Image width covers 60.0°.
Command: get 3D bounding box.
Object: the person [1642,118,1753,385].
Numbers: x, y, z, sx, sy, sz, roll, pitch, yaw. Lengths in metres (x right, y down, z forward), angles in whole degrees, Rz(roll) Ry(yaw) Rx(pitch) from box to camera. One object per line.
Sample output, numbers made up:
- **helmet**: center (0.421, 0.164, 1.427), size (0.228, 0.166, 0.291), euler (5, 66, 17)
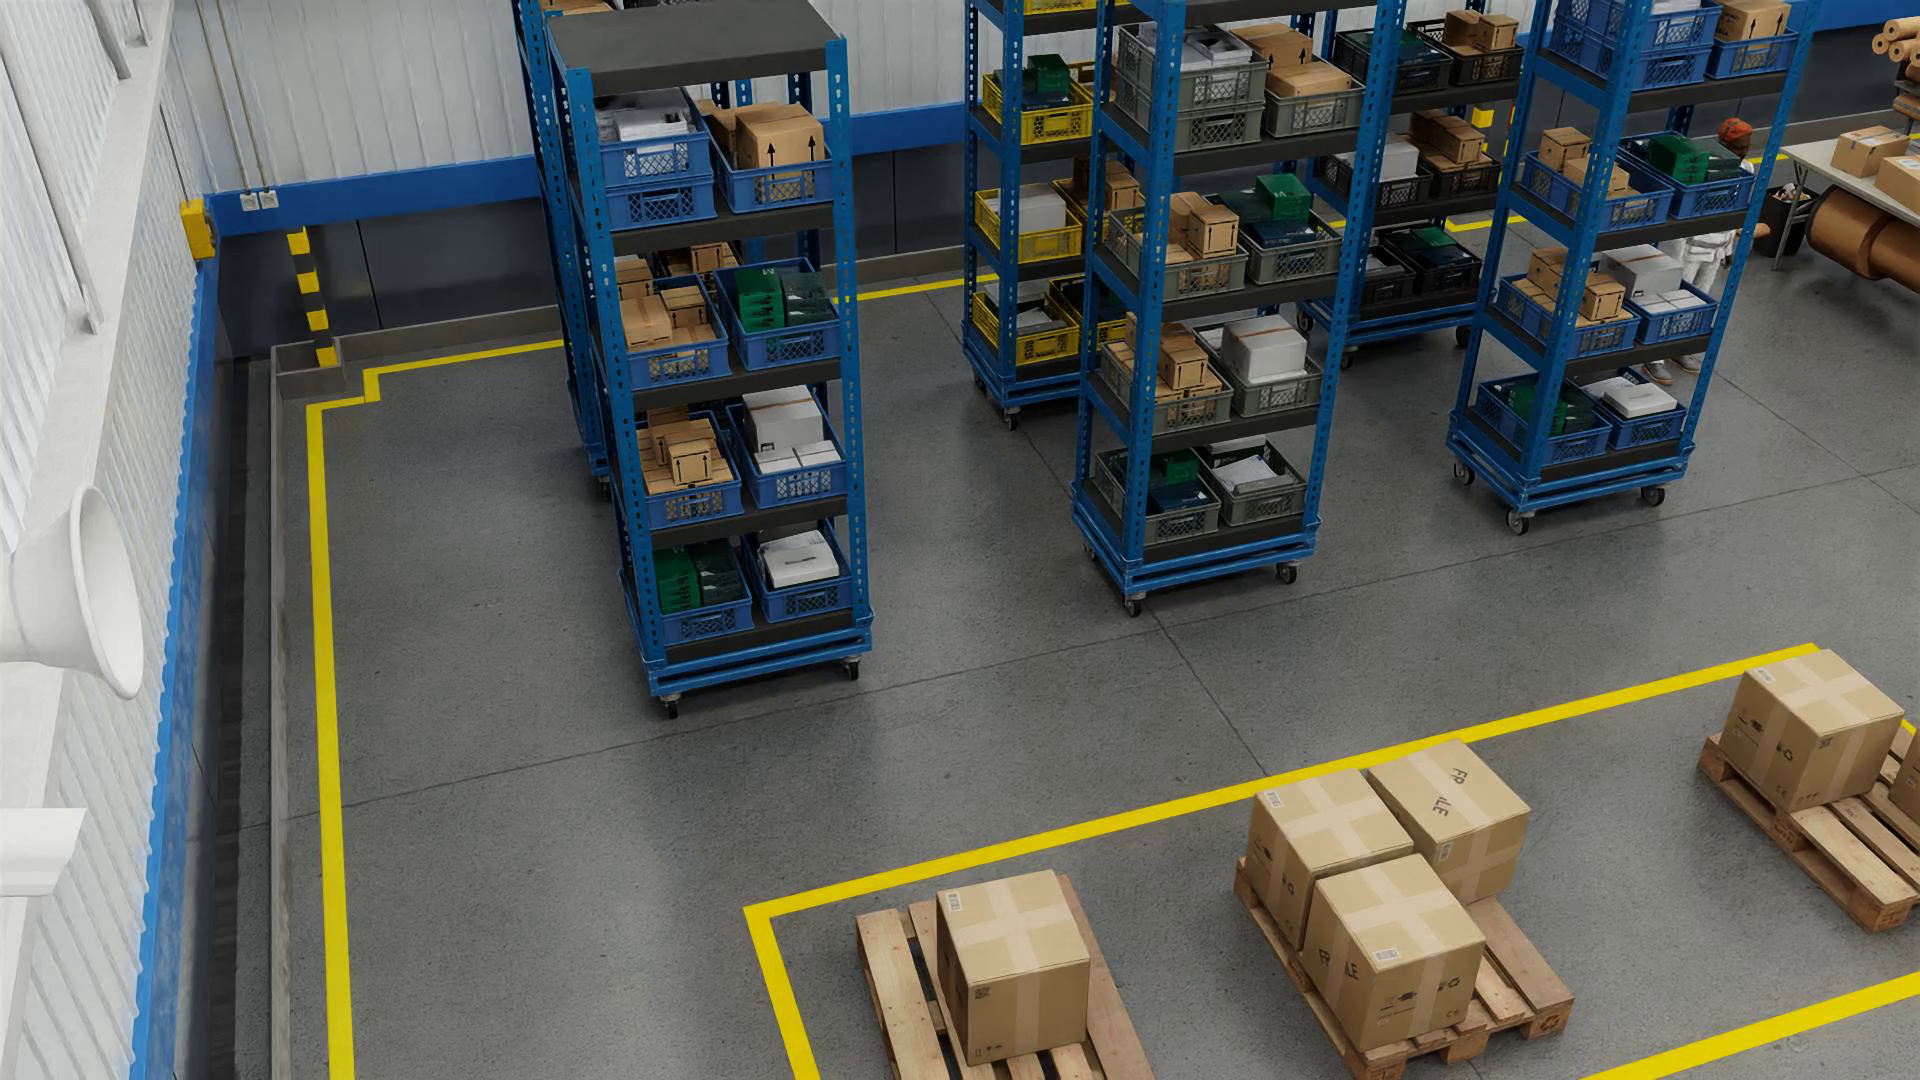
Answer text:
- **person**: center (5.116, -1.984, 11.469), size (0.574, 1.882, 0.356), euler (-17, 39, -22)
